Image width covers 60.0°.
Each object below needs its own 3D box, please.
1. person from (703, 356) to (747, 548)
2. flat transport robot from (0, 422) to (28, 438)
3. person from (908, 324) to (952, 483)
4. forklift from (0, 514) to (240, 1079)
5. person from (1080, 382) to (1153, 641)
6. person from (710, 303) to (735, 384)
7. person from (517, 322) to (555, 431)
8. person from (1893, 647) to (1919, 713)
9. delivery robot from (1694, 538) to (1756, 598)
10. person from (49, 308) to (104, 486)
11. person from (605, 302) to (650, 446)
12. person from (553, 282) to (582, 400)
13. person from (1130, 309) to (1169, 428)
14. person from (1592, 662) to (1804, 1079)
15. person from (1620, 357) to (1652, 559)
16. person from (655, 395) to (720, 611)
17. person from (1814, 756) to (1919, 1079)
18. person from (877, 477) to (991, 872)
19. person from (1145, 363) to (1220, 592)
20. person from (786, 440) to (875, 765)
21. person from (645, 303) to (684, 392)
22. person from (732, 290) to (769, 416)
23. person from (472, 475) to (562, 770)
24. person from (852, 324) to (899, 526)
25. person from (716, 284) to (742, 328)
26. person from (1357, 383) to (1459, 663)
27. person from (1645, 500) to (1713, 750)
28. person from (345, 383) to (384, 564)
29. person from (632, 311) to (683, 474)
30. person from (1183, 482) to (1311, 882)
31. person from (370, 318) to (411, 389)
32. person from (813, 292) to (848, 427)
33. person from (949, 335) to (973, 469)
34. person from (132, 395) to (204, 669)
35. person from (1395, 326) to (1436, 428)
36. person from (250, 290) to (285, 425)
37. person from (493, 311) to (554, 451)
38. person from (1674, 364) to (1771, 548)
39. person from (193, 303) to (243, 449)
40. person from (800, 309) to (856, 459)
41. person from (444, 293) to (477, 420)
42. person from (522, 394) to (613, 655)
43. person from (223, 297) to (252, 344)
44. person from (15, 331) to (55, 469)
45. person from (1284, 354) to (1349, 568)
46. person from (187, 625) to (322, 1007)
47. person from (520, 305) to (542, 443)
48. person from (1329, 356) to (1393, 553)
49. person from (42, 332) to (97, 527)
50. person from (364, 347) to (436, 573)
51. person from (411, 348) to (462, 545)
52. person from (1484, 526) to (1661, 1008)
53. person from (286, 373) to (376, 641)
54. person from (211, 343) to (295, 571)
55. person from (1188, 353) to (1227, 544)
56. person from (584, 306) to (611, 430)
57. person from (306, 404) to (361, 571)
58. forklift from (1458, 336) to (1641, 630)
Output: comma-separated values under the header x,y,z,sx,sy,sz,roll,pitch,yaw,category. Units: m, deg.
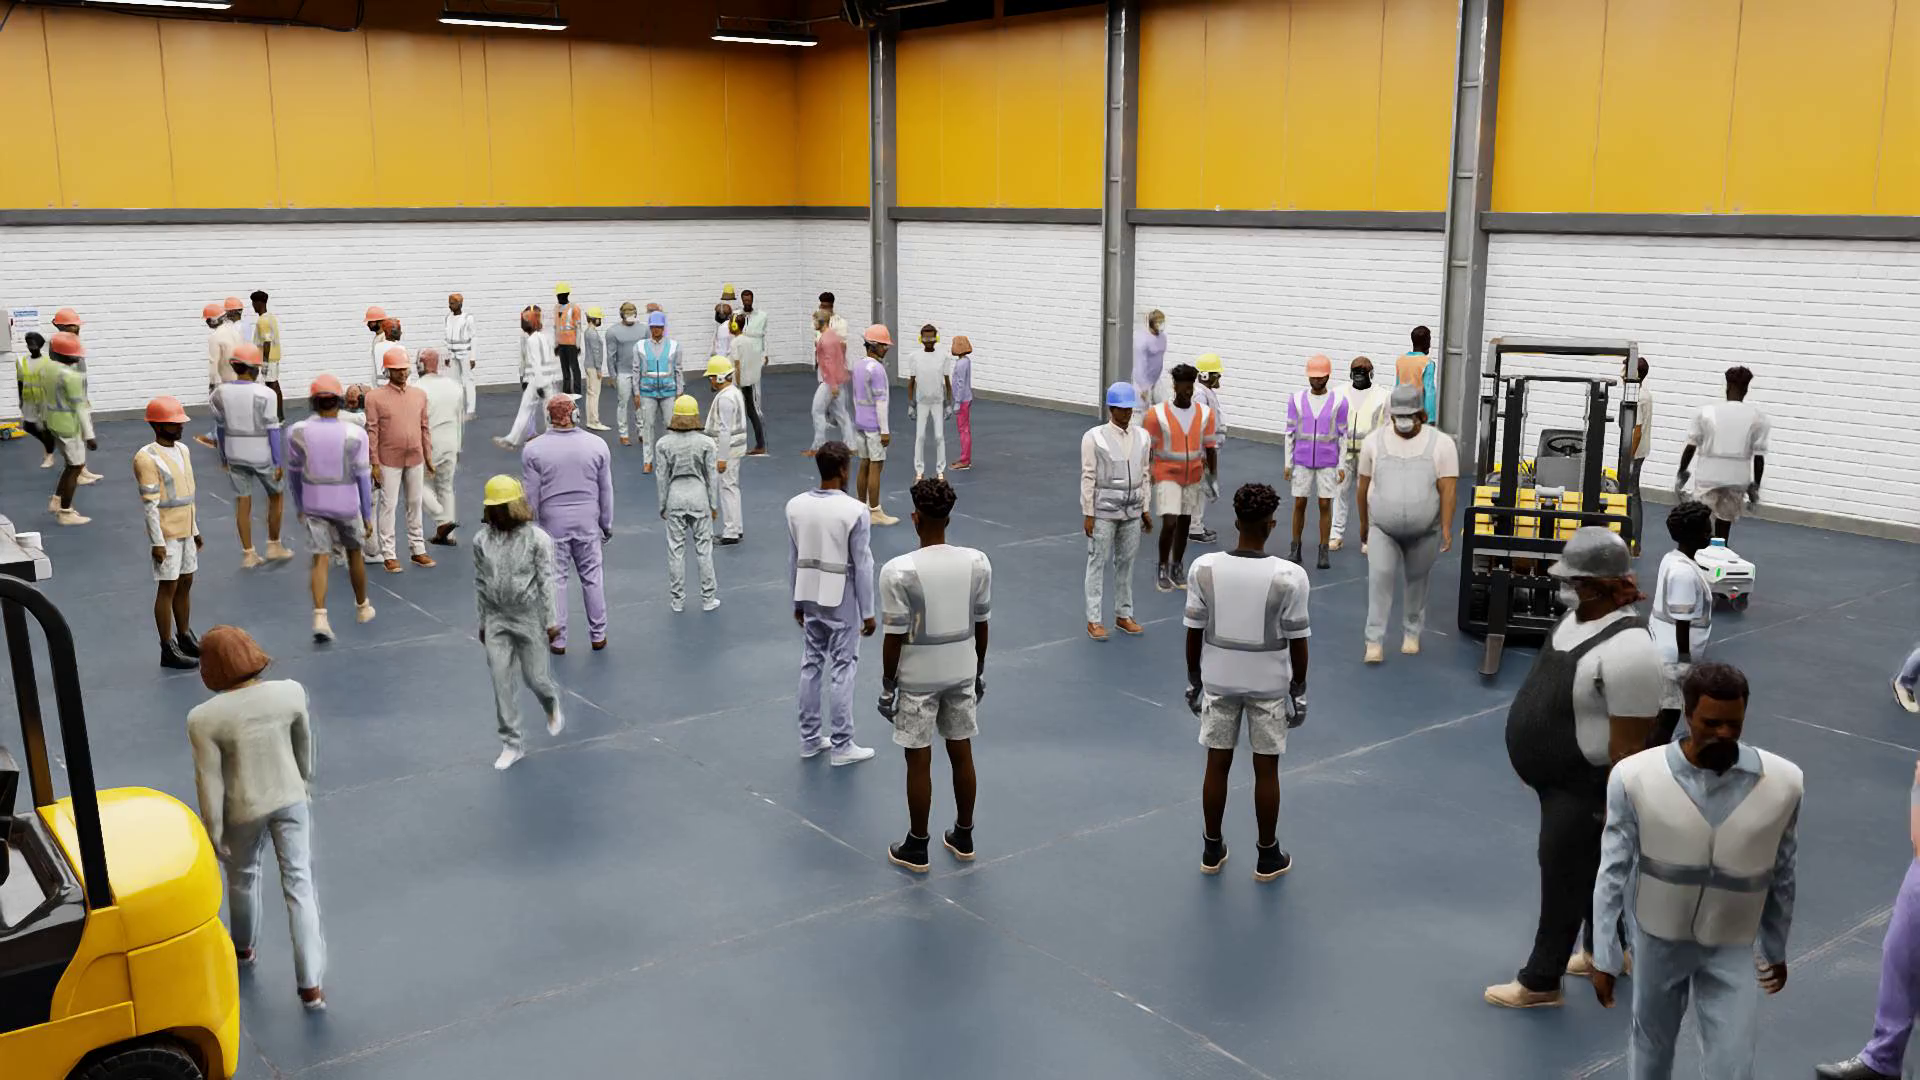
x,y,z,sx,sy,sz,roll,pitch,yaw,category
-2.232,-0.846,15.867,0.403,1.818,0.603,0,12,-1,person
-13.392,-1.432,22.450,0.652,0.197,1.431,2,12,10,flat transport robot
-0.345,-1.578,19.302,0.511,1.862,0.324,0,12,1,person
-3.687,1.115,5.480,2.313,2.155,1.214,-9,15,-36,forklift
1.182,-0.221,12.526,0.604,1.949,0.389,-6,13,-27,person
-3.280,-2.399,23.333,0.429,1.838,0.630,2,12,9,person
-5.933,-2.299,23.339,0.508,1.629,0.318,-4,12,-19,person
6.258,0.327,10.406,0.526,1.732,0.845,0,12,-1,person
6.146,0.226,13.521,0.477,0.478,0.707,-1,12,-3,delivery robot
-10.216,-1.651,19.204,0.370,2.044,0.608,-2,12,-9,person
-4.413,-2.219,22.244,0.634,1.929,0.387,-7,14,-32,person
-6.432,-3.243,27.206,0.623,1.920,0.394,8,14,35,person
2.466,-1.967,21.069,0.765,1.901,0.657,10,15,39,person
2.321,1.320,5.235,0.627,1.877,0.920,3,12,12,person
6.184,-0.759,15.320,0.309,1.868,0.535,6,13,28,person
-2.188,-0.294,13.376,0.487,1.743,0.315,0,12,-2,person
3.655,1.195,5.997,0.792,1.823,0.580,3,12,15,person
-0.131,0.663,8.213,0.607,1.966,0.367,-7,13,-29,person
1.862,-0.520,13.970,0.630,1.941,0.565,-3,12,-16,person
-0.765,0.372,9.762,0.593,1.911,0.383,8,14,34,person
-4.827,-3.024,26.872,0.597,1.618,0.513,0,12,1,person
-3.207,-2.837,25.236,0.597,1.916,0.370,-3,12,-12,person
-2.609,0.451,9.820,0.494,1.722,0.579,1,12,7,person
-0.858,-1.160,16.852,0.392,2.035,0.605,-6,13,-26,person
-4.150,-3.734,29.989,0.483,1.745,0.305,0,12,-1,person
3.166,-0.126,11.845,0.699,2.000,0.917,4,12,17,person
3.905,0.622,9.063,0.321,1.697,0.529,3,12,16,person
-5.432,-0.600,15.107,0.523,1.638,0.311,8,14,35,person
-3.631,-1.774,20.022,0.605,1.951,0.381,-2,12,-11,person
1.395,0.687,8.097,0.618,1.963,0.361,5,13,24,person
-6.770,-1.714,19.892,0.584,1.882,0.337,7,14,30,person
-1.882,-2.608,24.043,0.606,1.958,0.374,10,15,40,person
0.011,-1.682,20.346,0.282,1.633,0.500,1,12,7,person
-5.558,-0.063,11.790,0.360,1.938,0.542,1,12,4,person
4.973,-1.378,18.189,0.392,1.919,0.592,-5,13,-25,person
-10.060,-2.640,24.167,0.365,1.963,0.610,-2,12,-11,person
-5.581,-2.058,21.666,1.008,1.829,0.573,0,12,2,person
6.338,-0.484,13.839,0.686,1.933,0.739,4,12,17,person
-9.561,-2.098,21.604,1.071,1.924,0.624,0,12,2,person
-1.710,-1.976,21.118,0.830,1.897,0.641,1,12,4,person
-7.458,-2.731,24.810,0.575,1.882,0.362,6,13,26,person
-2.857,-0.117,12.138,0.651,1.902,0.403,-5,13,-23,person
-9.990,-2.394,23.051,0.364,1.934,0.552,-1,12,-5,person
-11.262,-1.727,20.408,0.535,1.685,0.462,0,12,-1,person
3.176,-0.702,14.883,0.551,1.932,0.378,4,12,18,person
-2.941,1.118,6.950,0.517,1.582,0.857,-10,15,-39,person
-5.765,-2.231,22.463,0.327,1.859,0.510,-3,12,-12,person
3.718,-0.796,15.567,0.627,1.844,0.429,5,13,22,person
-8.973,-1.110,16.747,0.731,1.988,0.410,11,16,42,person
-4.968,-0.717,14.807,0.379,1.996,0.611,11,16,42,person
-4.994,-0.866,15.772,0.445,1.890,0.678,6,13,27,person
2.559,0.907,6.854,0.605,2.000,0.685,1,12,3,person
-4.770,-0.258,12.610,0.620,2.034,0.809,-2,12,-11,person
-6.313,-0.749,14.891,0.630,2.025,0.637,0,12,2,person
2.360,-0.887,16.025,0.404,1.829,0.600,2,12,10,person
-5.201,-2.447,23.729,0.317,1.765,0.522,-5,13,-24,person
-5.558,-0.575,14.808,0.493,1.715,0.741,-4,12,-17,person
4.683,-0.471,13.136,1.214,2.155,2.313,4,12,20,forklift
